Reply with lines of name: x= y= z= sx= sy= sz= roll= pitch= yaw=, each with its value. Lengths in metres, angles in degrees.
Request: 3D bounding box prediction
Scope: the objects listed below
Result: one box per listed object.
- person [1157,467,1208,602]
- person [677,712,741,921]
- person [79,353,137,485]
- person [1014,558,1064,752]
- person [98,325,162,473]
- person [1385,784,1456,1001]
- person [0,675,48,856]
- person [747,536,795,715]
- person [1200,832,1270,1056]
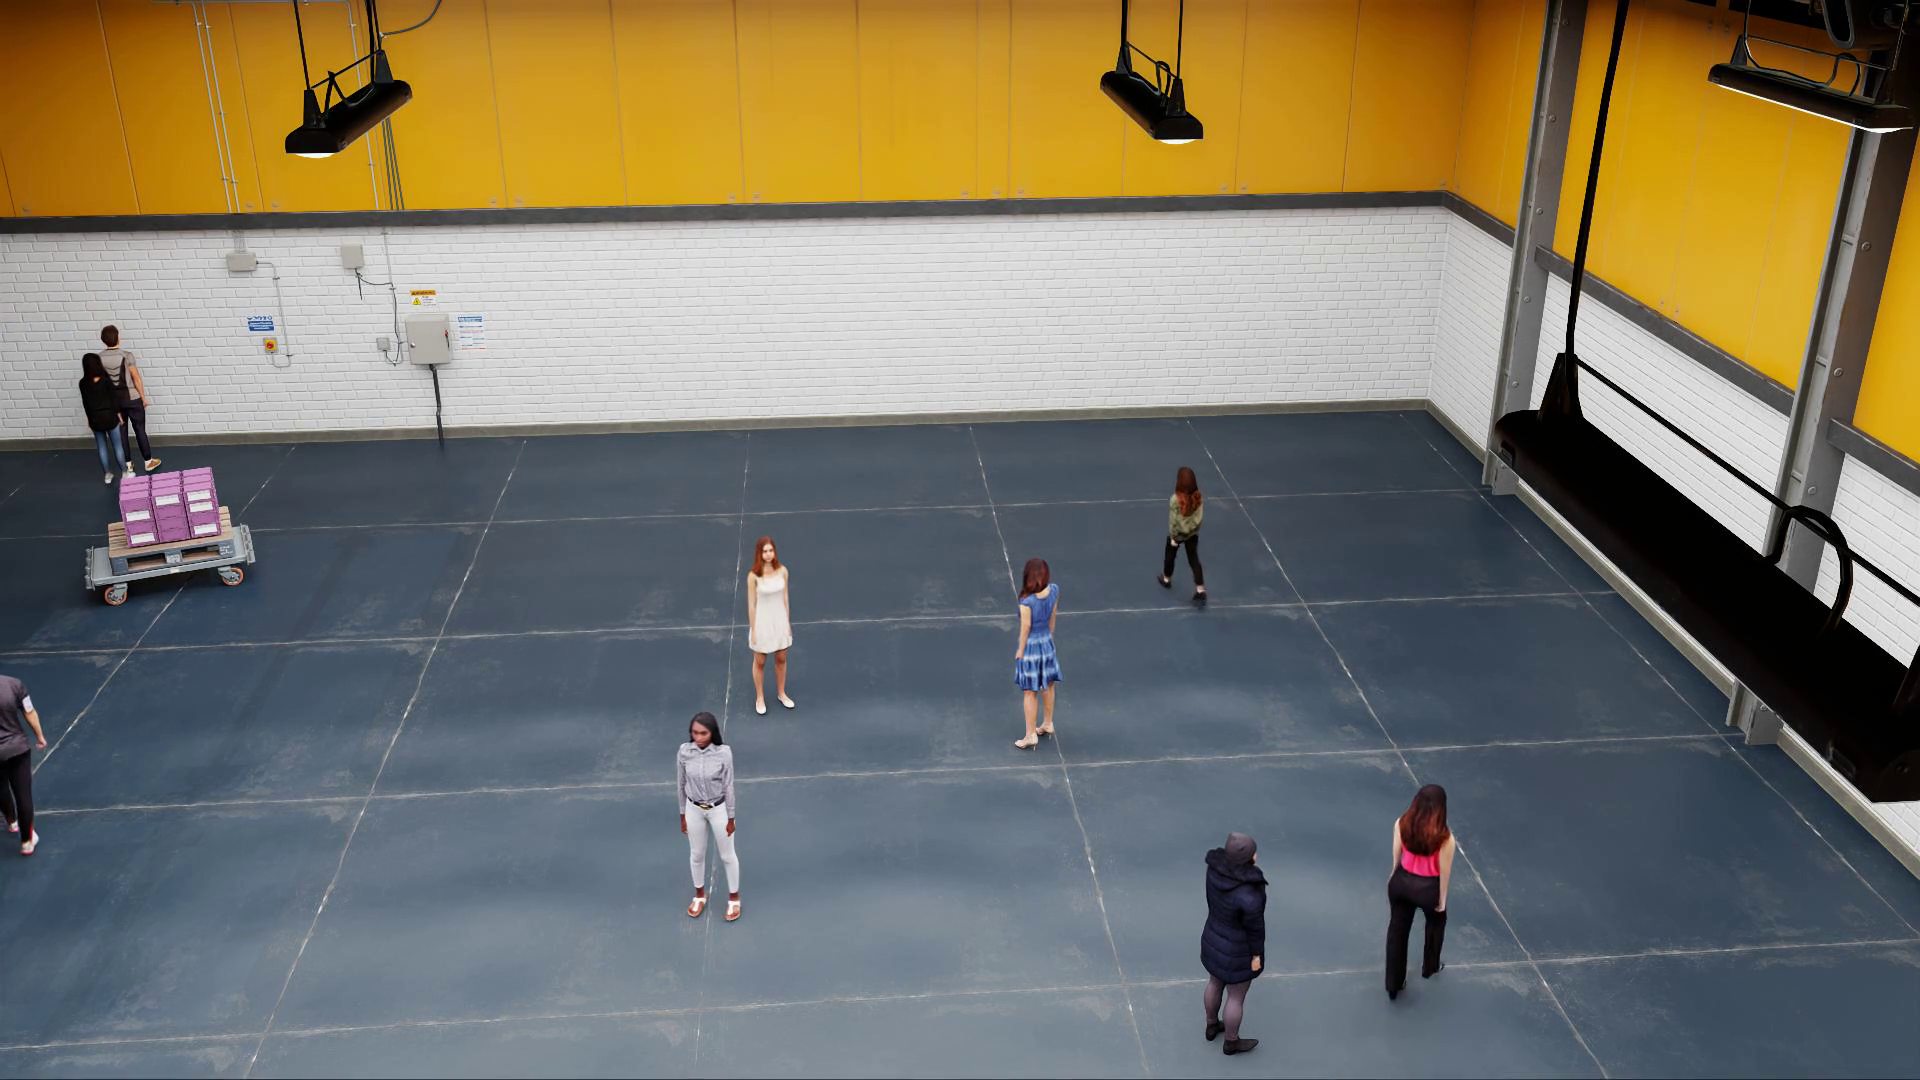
person: x=2.396 y=-0.035 z=17.391 sx=0.775 sy=1.444 sz=1.090 roll=-10 pitch=25 yaw=-21
person: x=-1.859 y=2.026 z=12.329 sx=0.632 sy=1.722 sz=0.582 roll=4 pitch=24 yaw=8
person: x=-10.560 y=-1.505 z=20.507 sx=0.565 sy=1.642 sz=0.527 roll=-3 pitch=24 yaw=-8
person: x=0.661 y=0.991 z=14.594 sx=0.800 sy=1.806 sz=0.745 roll=19 pitch=30 yaw=37
person: x=-10.446 y=-1.774 z=20.801 sx=0.652 sy=1.900 sz=0.579 roll=-4 pitch=24 yaw=-9
person: x=3.117 y=2.456 z=11.446 sx=0.839 sy=1.642 sz=0.929 roll=14 pitch=27 yaw=29
person: x=-7.512 y=1.695 z=13.060 sx=0.854 sy=1.744 sz=0.990 roll=-11 pitch=26 yaw=-23
person: x=-1.748 y=0.757 z=15.244 sx=0.625 sy=1.712 sz=0.630 roll=-11 pitch=26 yaw=-23
person: x=1.793 y=2.646 z=10.970 sx=0.843 sy=1.675 sz=0.744 roll=-14 pitch=27 yaw=-29
